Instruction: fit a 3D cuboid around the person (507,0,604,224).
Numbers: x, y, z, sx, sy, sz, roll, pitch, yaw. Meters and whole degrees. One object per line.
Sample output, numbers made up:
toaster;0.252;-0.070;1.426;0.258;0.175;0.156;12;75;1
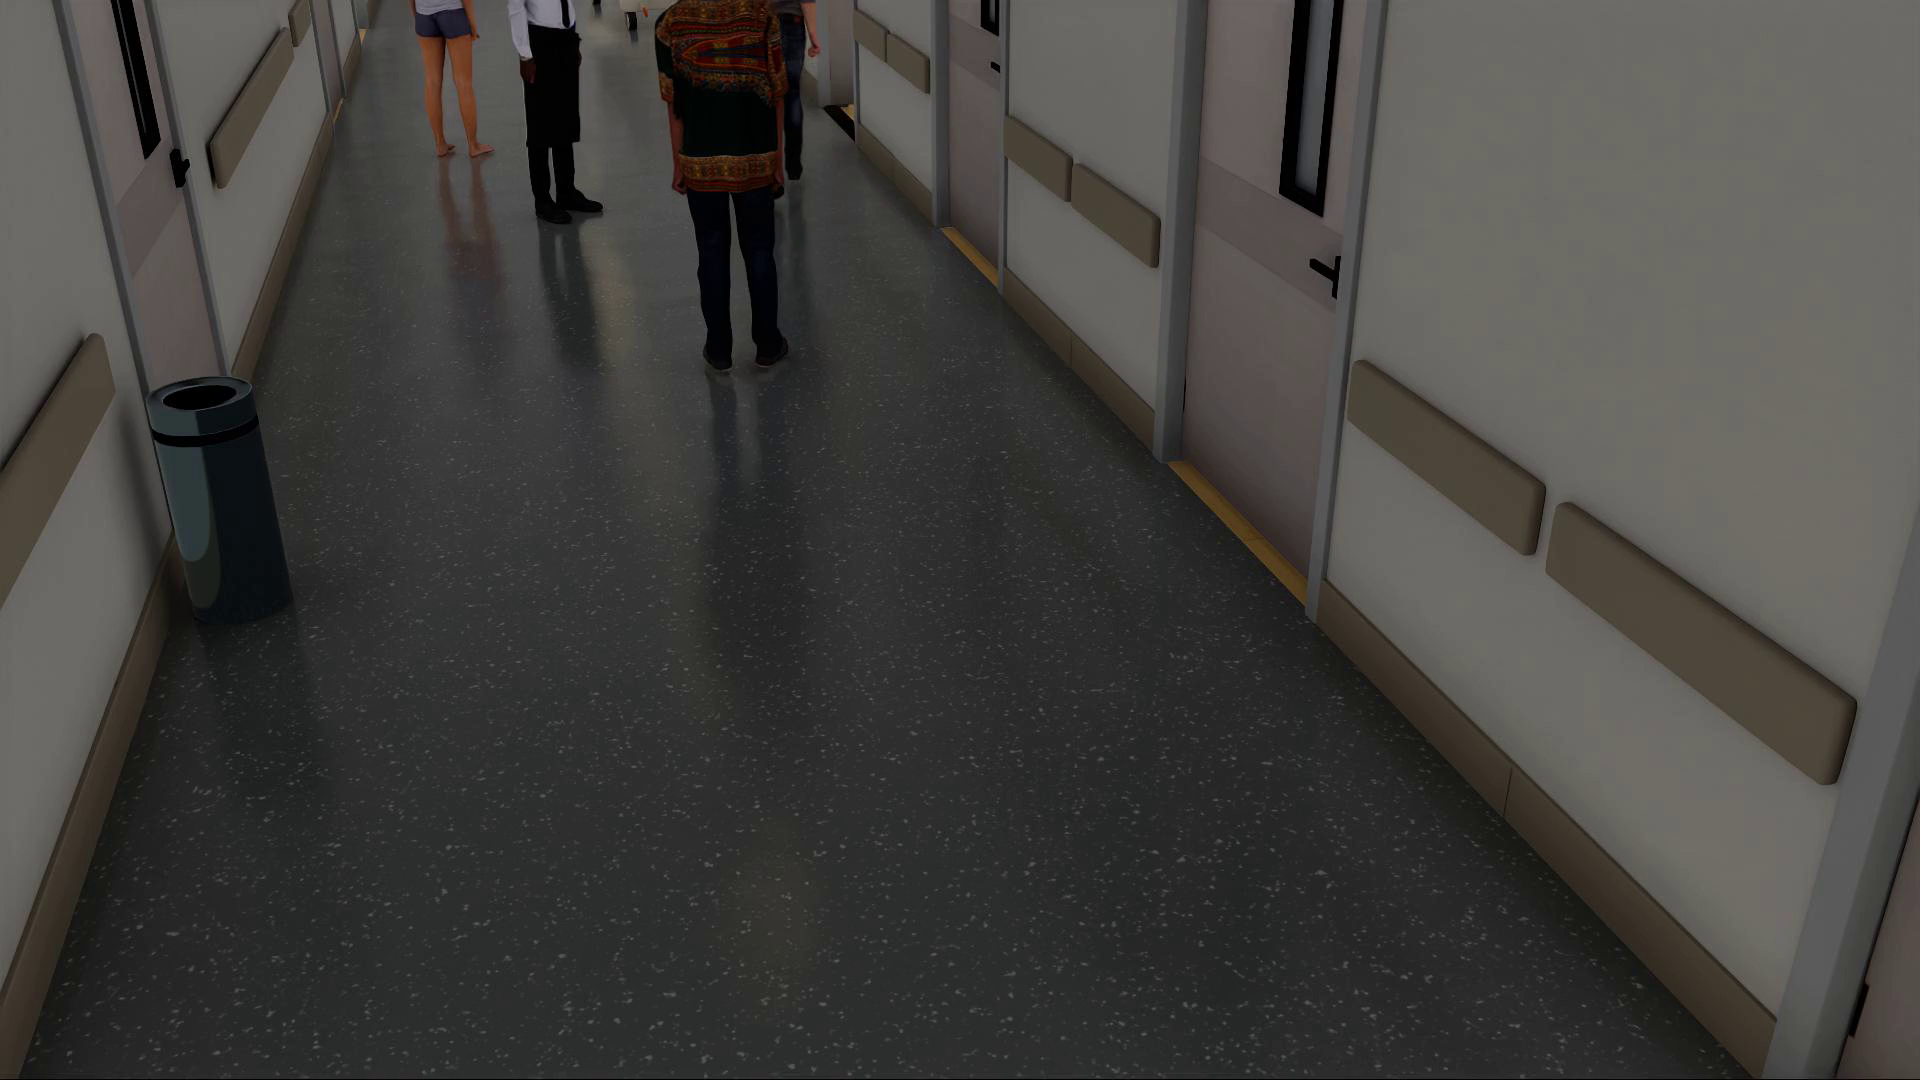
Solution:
person;-2.304;-2.734;9.294;0.751;1.836;0.712;12;28;23

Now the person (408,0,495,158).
person;-3.331;-3.350;10.692;0.586;1.733;0.716;4;26;8

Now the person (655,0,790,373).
person;-0.966;-1.594;6.917;0.634;1.807;0.786;-3;26;-7

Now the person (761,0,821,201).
person;-1.086;-2.922;9.640;1.146;1.875;0.832;-5;26;-9
